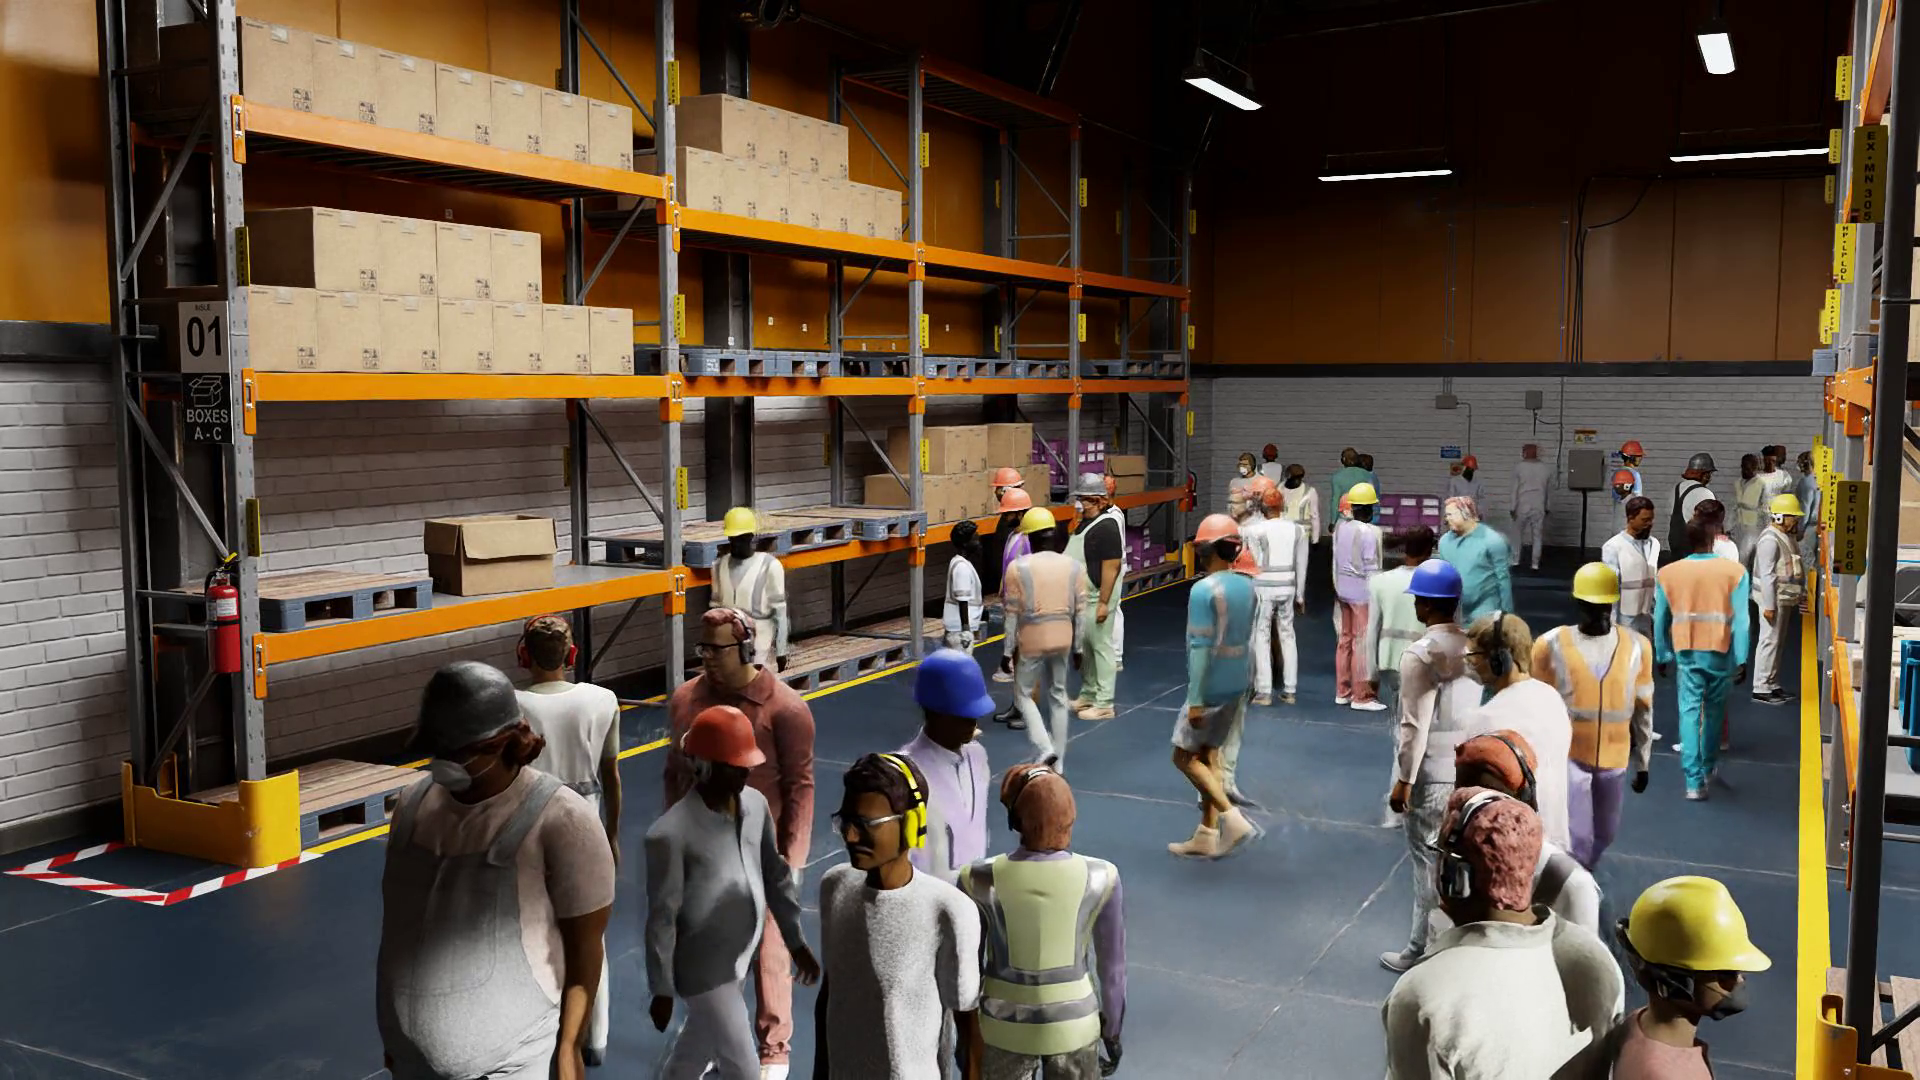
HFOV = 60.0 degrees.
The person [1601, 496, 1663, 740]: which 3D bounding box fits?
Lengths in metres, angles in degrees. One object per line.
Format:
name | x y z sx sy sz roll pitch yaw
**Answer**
person | 5.176 0.609 12.861 0.599 1.908 0.398 -3 6 -32

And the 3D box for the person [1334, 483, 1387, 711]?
person | 3.387 0.479 14.107 0.353 1.930 0.590 -2 6 -17

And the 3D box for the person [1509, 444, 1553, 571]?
person | 8.501 -0.498 24.894 0.668 1.875 0.817 0 5 0

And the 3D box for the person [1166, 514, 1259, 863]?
person | 1.486 0.862 9.554 0.495 2.015 0.646 4 7 39

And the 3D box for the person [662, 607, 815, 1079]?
person | -0.885 1.204 6.439 0.644 1.907 0.400 3 6 26

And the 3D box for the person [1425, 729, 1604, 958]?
person | 1.379 1.421 4.387 0.972 1.840 0.613 -3 6 -33

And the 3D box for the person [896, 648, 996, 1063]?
person | -0.159 1.285 5.605 0.695 1.911 0.637 3 6 28

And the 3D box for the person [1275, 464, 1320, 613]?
person | 3.919 -0.010 20.013 0.791 1.827 0.441 3 6 26

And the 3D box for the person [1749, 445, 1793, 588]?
person | 10.891 -0.304 22.425 0.599 1.958 0.371 1 5 13

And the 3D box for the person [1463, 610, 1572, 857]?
person | 2.068 1.218 6.173 0.392 1.928 0.730 5 7 44

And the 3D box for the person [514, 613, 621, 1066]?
person | -1.621 1.215 6.634 0.575 1.843 0.375 -4 6 -33

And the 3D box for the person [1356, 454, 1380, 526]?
person | 5.399 -0.235 22.260 0.430 1.845 0.619 2 6 18

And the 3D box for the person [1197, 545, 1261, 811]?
person | 1.752 0.894 10.679 0.364 1.741 0.559 4 6 34

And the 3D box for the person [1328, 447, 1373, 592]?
person | 5.169 -0.259 22.047 0.627 1.934 0.371 -2 6 -19

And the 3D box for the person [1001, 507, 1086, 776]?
person | 0.586 0.722 11.577 0.626 1.907 0.423 -2 6 -22

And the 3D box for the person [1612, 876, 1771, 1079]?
person | 1.452 1.554 3.407 0.315 1.770 0.524 2 6 20

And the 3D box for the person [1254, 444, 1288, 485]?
person | 4.619 -0.489 24.770 0.585 1.882 0.337 0 5 -4

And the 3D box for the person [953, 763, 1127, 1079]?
person | 0.233 1.475 4.918 0.522 1.644 0.305 0 5 -3

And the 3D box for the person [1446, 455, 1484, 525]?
person | 7.544 -0.425 24.929 0.575 1.721 0.652 -1 5 -10

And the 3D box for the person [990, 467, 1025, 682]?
person | 0.463 0.321 15.464 0.396 1.993 0.618 1 5 12

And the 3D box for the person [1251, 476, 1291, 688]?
person | 2.747 0.386 15.125 0.542 1.928 0.374 1 5 7

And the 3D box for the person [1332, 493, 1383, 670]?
person | 3.780 0.417 15.834 0.596 1.722 0.552 -1 5 -15

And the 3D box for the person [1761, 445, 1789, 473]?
person | 11.919 -0.449 24.347 0.575 1.882 0.359 -3 6 -31

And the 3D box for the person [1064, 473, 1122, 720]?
person | 1.066 0.457 13.761 0.536 2.000 0.683 -1 5 -11

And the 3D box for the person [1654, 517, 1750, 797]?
person | 5.034 0.780 11.314 0.601 1.843 0.970 3 6 27

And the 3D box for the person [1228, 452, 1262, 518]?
person | 3.589 -0.126 20.655 0.368 1.932 0.623 -5 7 -45

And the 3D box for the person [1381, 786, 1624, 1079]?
person | 1.099 1.472 3.551 0.654 1.906 0.406 -4 6 -33

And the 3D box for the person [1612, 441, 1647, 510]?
person | 8.619 -0.256 21.418 0.374 2.044 0.607 0 5 -5

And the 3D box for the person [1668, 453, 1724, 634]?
person | 8.046 0.051 18.133 0.535 2.000 0.684 -1 5 -10

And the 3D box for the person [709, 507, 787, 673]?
person | -1.493 0.717 11.619 0.598 1.911 0.446 3 6 29

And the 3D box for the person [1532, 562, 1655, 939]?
person | 3.133 1.036 8.318 0.590 1.900 0.828 0 5 3

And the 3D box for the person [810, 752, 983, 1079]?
person | -0.180 1.439 4.095 0.520 1.874 0.332 4 7 36

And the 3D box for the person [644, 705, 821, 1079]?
person | -0.760 1.386 5.532 0.893 1.700 0.571 2 6 25

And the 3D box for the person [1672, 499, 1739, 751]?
person | 5.643 0.646 12.463 0.410 1.906 0.602 4 7 39

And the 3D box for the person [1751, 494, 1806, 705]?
person | 7.074 0.510 14.376 0.404 1.825 0.598 4 7 38

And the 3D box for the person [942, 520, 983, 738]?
person | 0.020 0.689 13.083 0.322 1.696 0.536 0 5 -3

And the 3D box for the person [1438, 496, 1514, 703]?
person | 4.132 0.572 13.570 0.970 1.846 0.648 -3 6 -28

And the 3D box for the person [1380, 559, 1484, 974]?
person | 2.223 1.059 7.773 0.605 1.948 0.386 -5 7 -44

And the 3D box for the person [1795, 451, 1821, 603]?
person | 10.753 -0.162 21.059 0.379 1.932 0.623 4 7 40

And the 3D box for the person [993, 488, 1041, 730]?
person | 0.462 0.548 13.338 0.373 1.933 0.551 -2 6 -20

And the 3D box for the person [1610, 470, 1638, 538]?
person | 7.862 0.045 19.718 0.342 1.749 0.570 0 5 3

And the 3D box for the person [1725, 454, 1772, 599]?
person | 9.953 -0.153 21.193 0.952 1.867 0.625 -1 5 -12

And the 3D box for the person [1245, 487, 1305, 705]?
person | 2.703 0.482 14.340 0.592 1.883 0.343 -2 6 -19

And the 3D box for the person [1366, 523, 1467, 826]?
person | 2.947 0.834 10.606 0.589 1.867 0.973 5 7 42
